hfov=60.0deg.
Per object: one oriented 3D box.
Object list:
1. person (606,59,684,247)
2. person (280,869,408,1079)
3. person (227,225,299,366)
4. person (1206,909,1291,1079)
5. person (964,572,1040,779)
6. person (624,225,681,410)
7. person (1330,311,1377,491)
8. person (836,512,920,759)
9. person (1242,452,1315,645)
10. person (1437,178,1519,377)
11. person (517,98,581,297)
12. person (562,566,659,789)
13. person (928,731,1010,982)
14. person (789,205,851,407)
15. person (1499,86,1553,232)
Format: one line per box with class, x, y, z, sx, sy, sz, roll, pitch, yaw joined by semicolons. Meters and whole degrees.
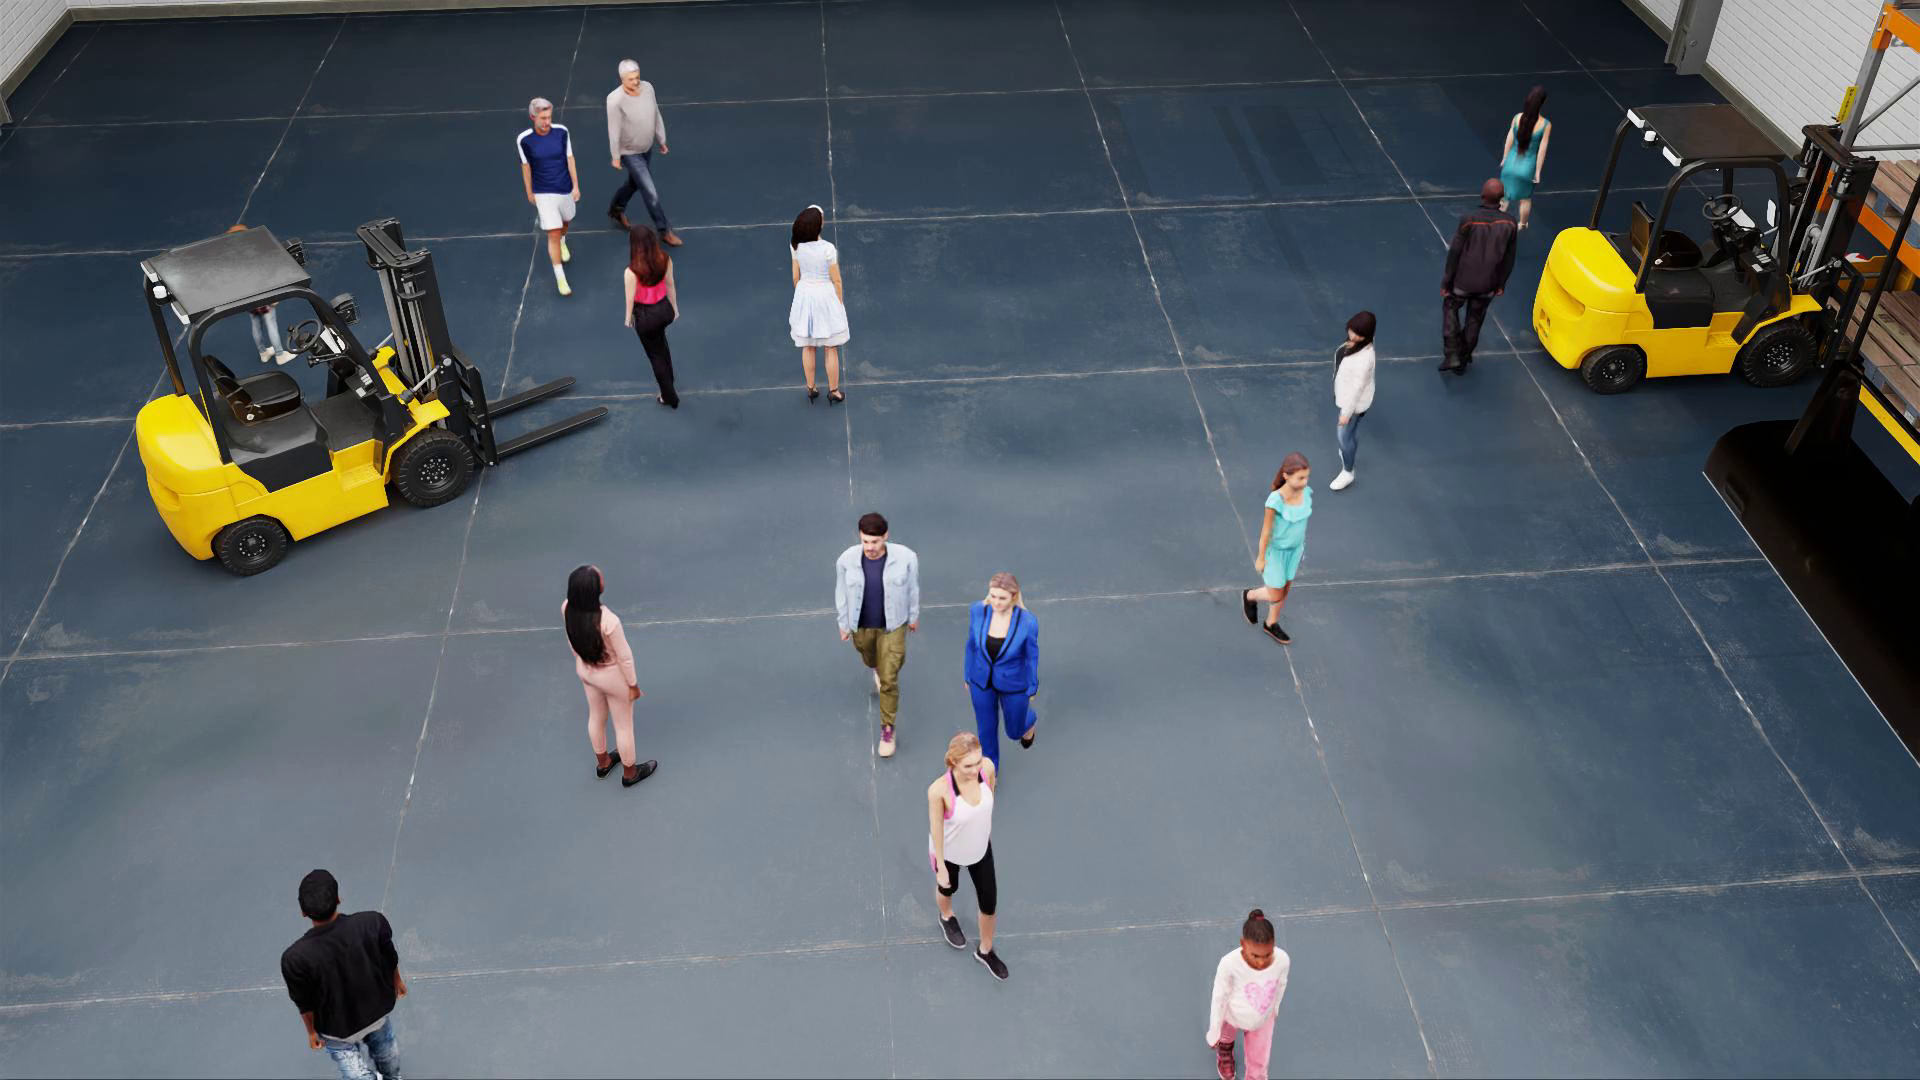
person;-3.171;-3.755;15.970;1.262;1.861;1.259;21;43;24
person;-3.018;2.379;8.341;0.878;1.795;0.936;-25;45;-28
person;-6.085;-2.115;14.360;0.608;1.306;0.631;13;40;15
person;1.464;2.386;8.641;0.578;1.409;0.960;-2;39;-3
person;0.283;0.833;10.363;0.831;1.687;0.953;14;41;17
person;-2.471;-1.807;13.704;0.827;1.645;0.767;26;46;29
person;3.079;-1.157;12.914;0.861;1.614;0.575;10;40;12
person;-0.514;0.484;10.732;0.818;1.773;1.163;2;39;3
person;2.178;0.022;11.485;0.714;1.554;0.799;-21;43;-24
person;4.339;-2.147;13.996;0.813;1.811;0.843;6;39;7
person;-3.787;-3.273;15.427;0.949;1.786;1.254;-18;42;-22
person;-2.205;0.847;10.319;0.701;1.721;0.727;21;43;24
person;-0.043;1.657;9.272;0.796;1.763;0.938;-18;42;-21
person;-1.167;-1.914;13.699;0.812;1.818;0.850;11;40;13
person;5.279;-3.467;15.778;0.914;1.650;1.042;21;43;24
